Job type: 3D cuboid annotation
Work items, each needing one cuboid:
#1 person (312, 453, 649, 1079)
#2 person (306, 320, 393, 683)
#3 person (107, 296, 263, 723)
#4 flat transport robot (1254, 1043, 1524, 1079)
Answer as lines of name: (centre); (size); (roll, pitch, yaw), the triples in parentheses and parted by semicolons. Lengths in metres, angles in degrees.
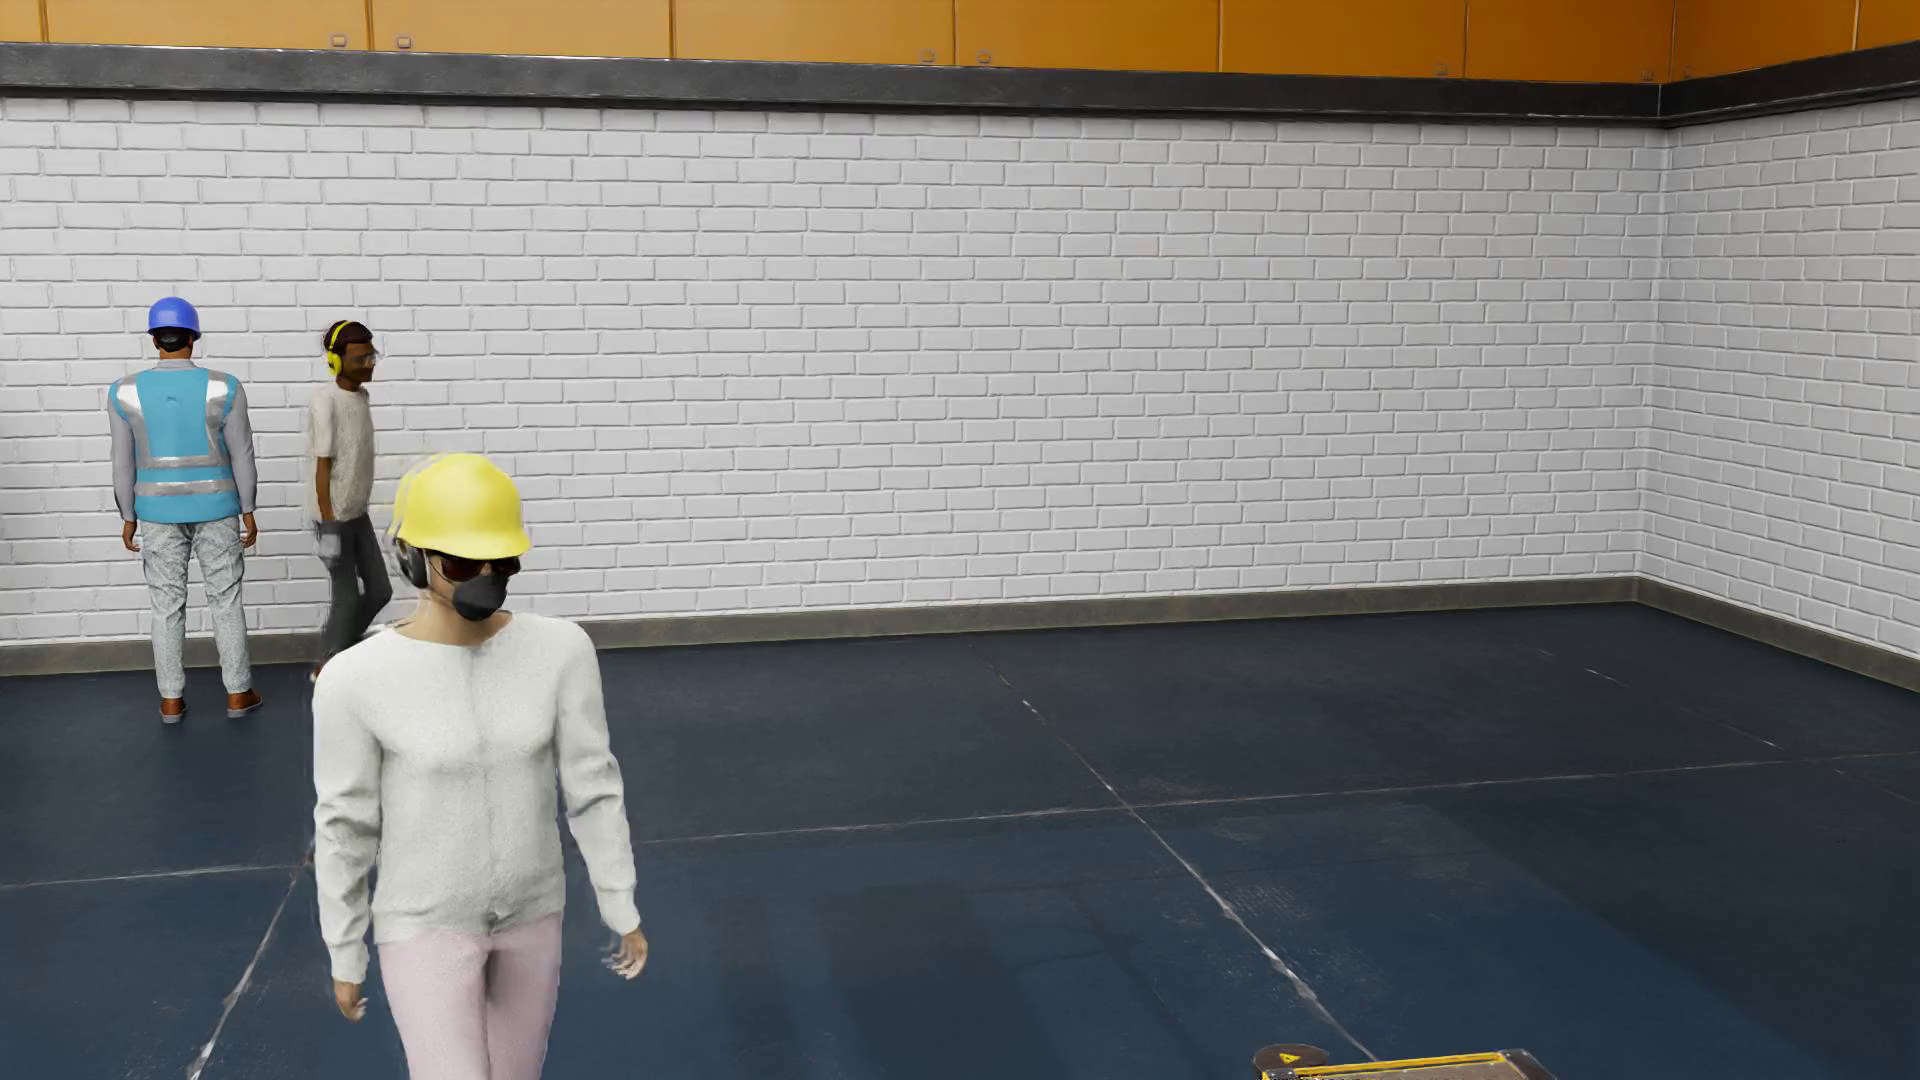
person: (-0.848, 0.714, 3.024); (0.540, 1.746, 0.609); (-8, 12, -41)
person: (-2.838, -0.093, 7.694); (0.458, 1.837, 0.563); (1, 9, 7)
person: (-3.518, -0.131, 7.590); (0.602, 1.938, 0.400); (-3, 10, -17)
flat transport robot: (1.111, 1.398, 3.337); (0.652, 0.197, 1.431); (-2, 9, -9)
